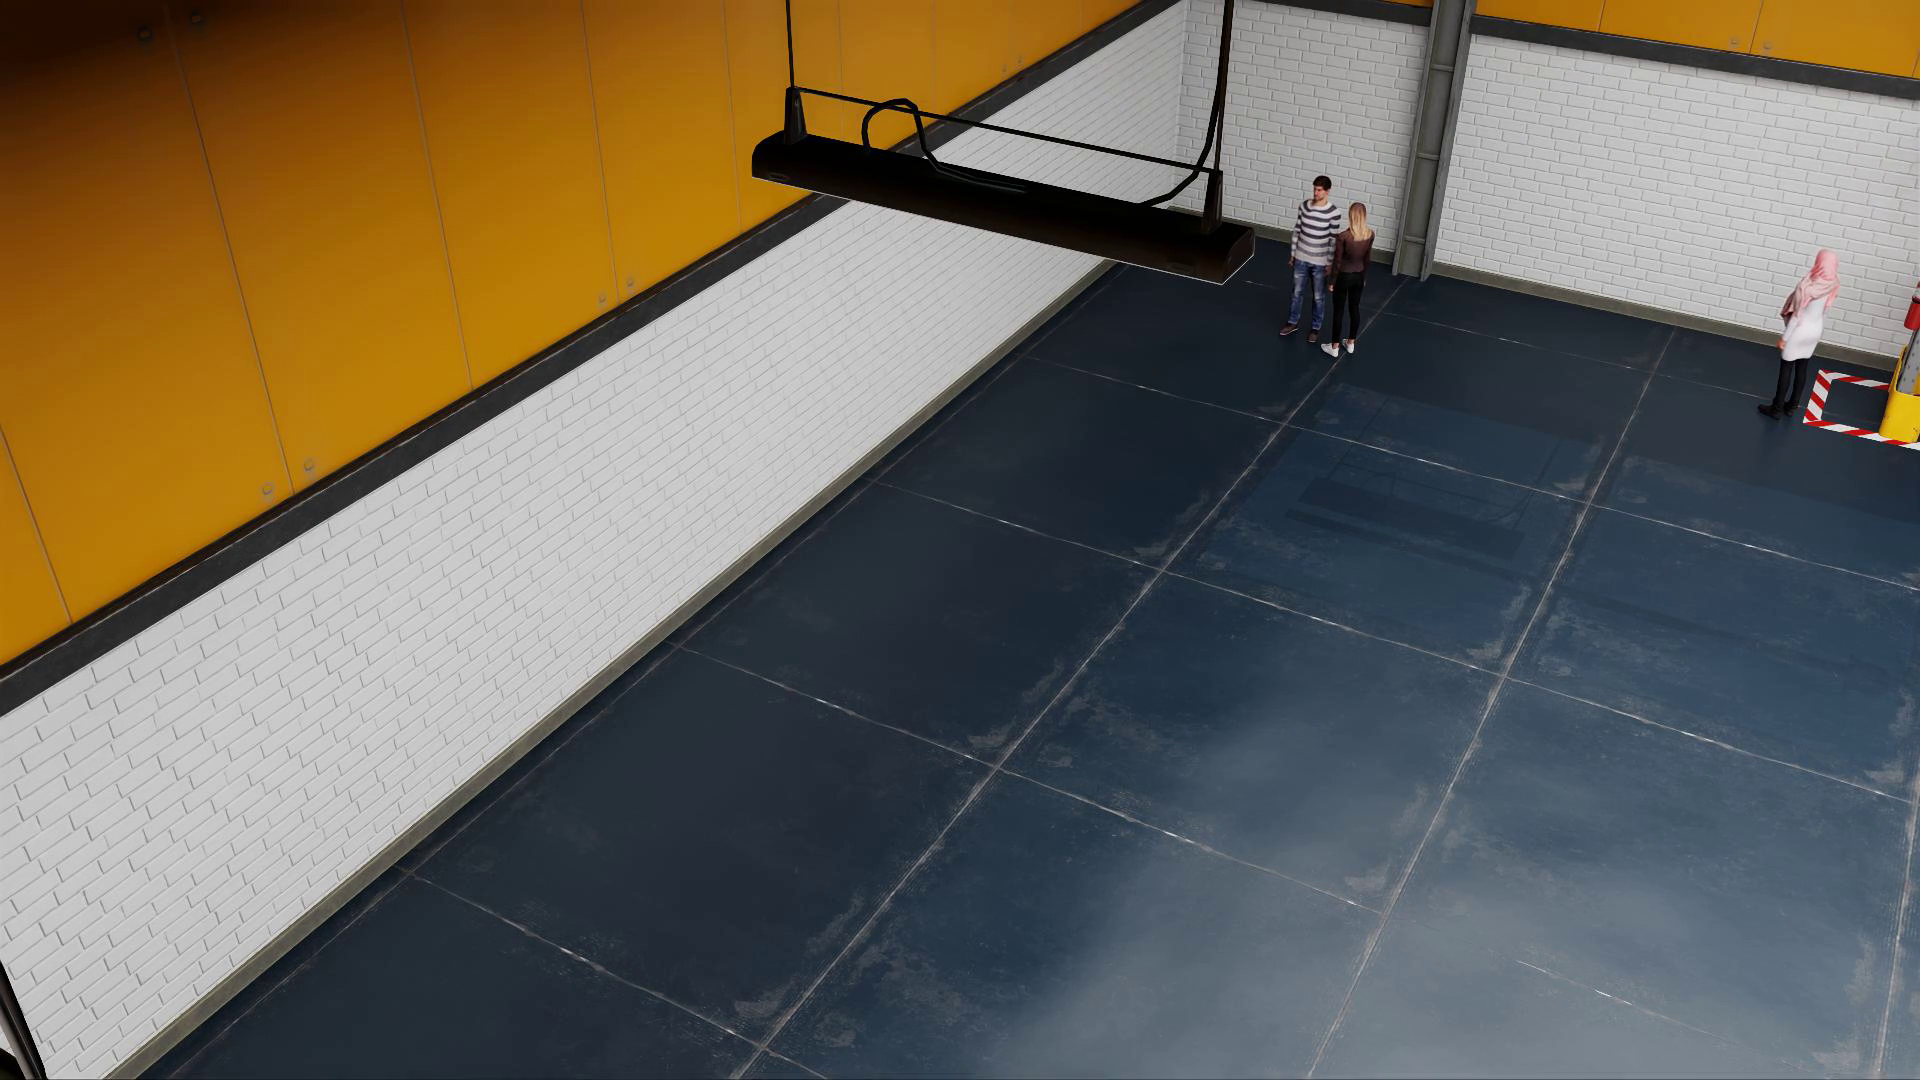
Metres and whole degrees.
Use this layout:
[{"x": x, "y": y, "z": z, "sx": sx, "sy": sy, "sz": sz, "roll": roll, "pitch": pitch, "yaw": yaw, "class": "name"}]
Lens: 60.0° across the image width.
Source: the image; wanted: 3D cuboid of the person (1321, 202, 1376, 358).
[{"x": 4.127, "y": -2.767, "z": 17.642, "sx": 0.671, "sy": 1.704, "sz": 0.700, "roll": -12, "pitch": 36, "yaw": -18, "class": "person"}]

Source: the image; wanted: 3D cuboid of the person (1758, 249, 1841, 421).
[{"x": 8.338, "y": -2.036, "z": 16.452, "sx": 0.737, "sy": 1.803, "sz": 0.794, "roll": -9, "pitch": 35, "yaw": -13, "class": "person"}]

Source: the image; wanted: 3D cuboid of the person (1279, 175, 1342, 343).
[{"x": 3.806, "y": -3.053, "z": 17.937, "sx": 0.478, "sy": 1.855, "sz": 0.717, "roll": 21, "pitch": 39, "yaw": 28, "class": "person"}]
